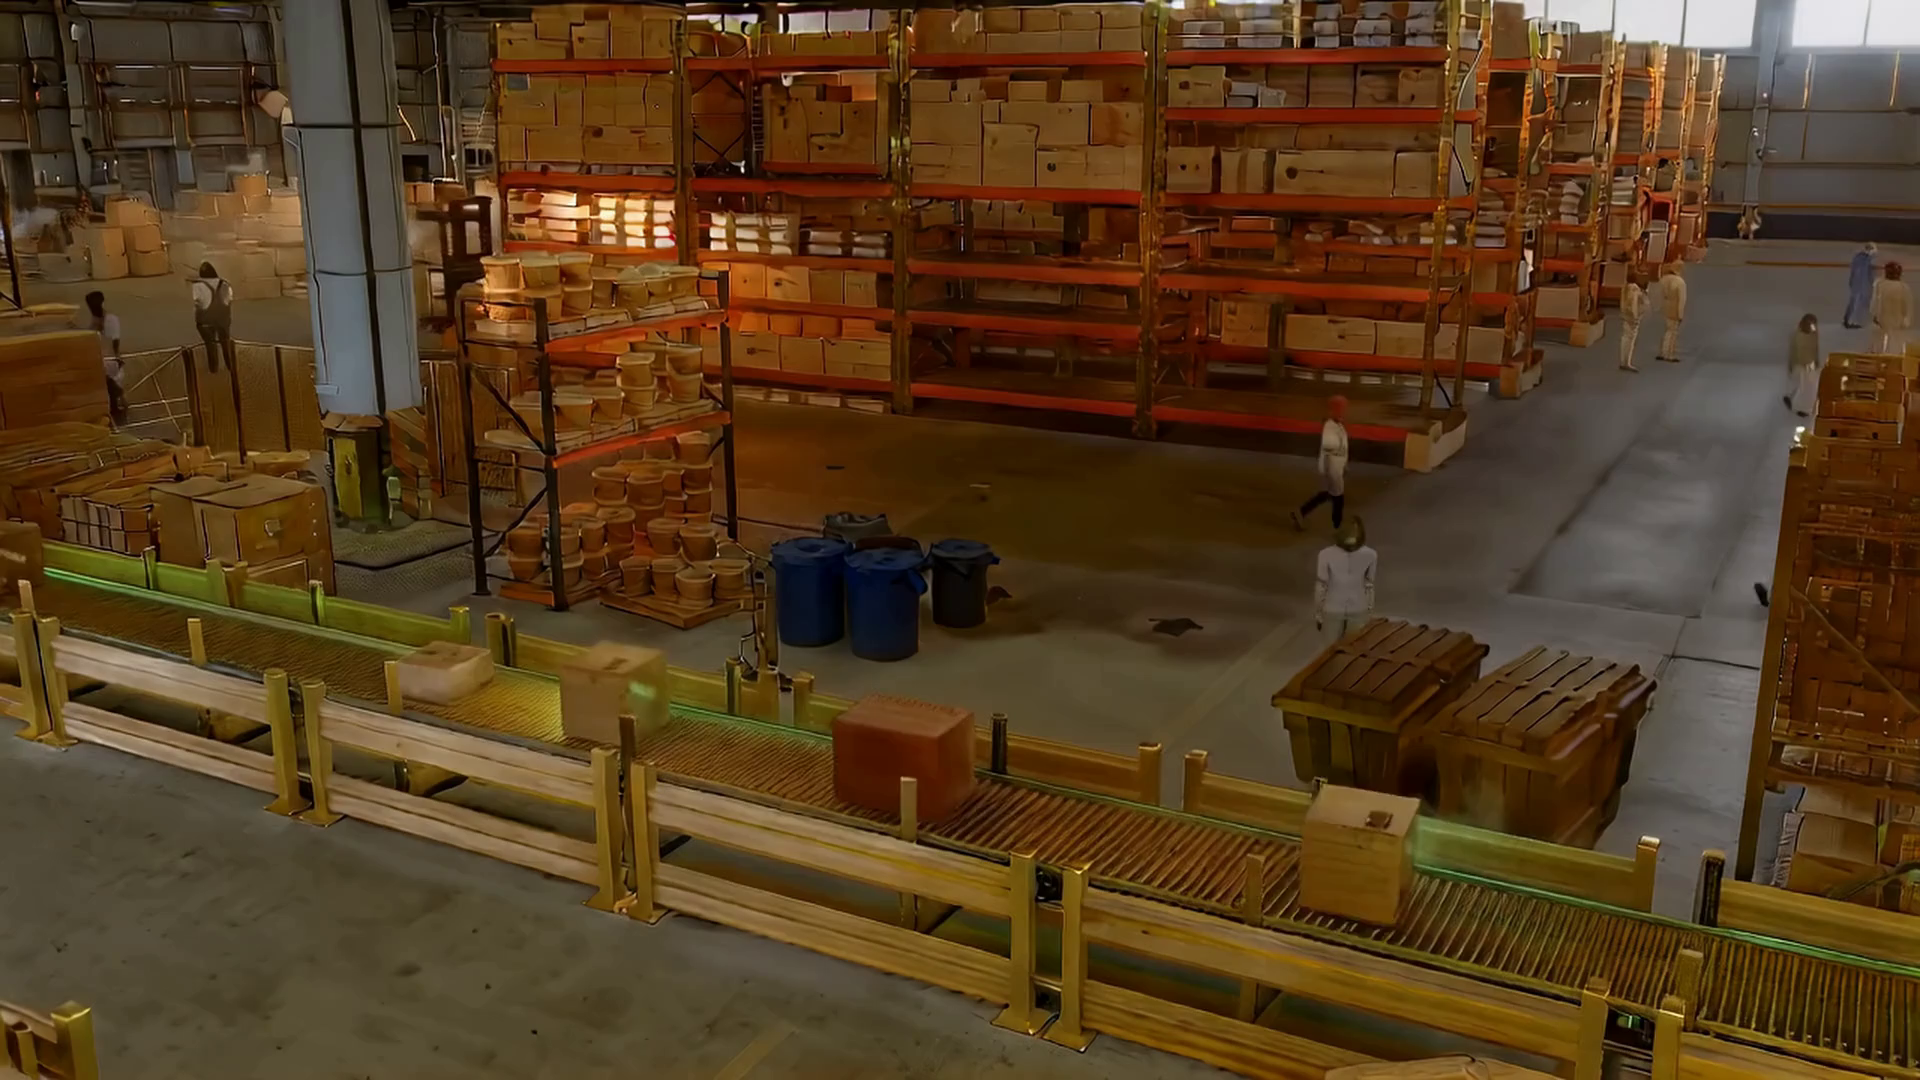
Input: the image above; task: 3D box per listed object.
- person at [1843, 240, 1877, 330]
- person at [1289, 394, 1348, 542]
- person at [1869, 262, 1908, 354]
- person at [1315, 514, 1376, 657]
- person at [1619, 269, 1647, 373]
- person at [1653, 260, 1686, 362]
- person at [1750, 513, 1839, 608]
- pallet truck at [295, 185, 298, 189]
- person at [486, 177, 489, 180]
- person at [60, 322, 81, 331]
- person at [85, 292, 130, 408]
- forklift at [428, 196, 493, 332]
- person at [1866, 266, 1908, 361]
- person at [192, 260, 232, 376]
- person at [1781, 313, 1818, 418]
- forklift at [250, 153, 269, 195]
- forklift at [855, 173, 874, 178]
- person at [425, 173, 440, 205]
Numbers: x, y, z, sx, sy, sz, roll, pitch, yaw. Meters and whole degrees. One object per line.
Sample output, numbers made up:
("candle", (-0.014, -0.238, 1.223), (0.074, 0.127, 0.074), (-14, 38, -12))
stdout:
("person", (19.187, -5.437, 35.452), (0.405, 1.890, 0.685), (3, 15, 12))
("person", (4.059, -0.809, 18.448), (0.711, 1.670, 0.535), (5, 16, 17))
("person", (17.635, -4.385, 31.630), (0.606, 1.820, 0.485), (7, 16, 24))
("person", (3.067, 0.589, 13.300), (0.541, 1.636, 0.307), (-3, 15, -13))
("person", (12.114, -3.947, 29.929), (0.429, 1.845, 0.621), (5, 16, 17))
("person", (13.295, -4.276, 31.061), (0.400, 1.901, 0.643), (-5, 16, -18))
("person", (8.074, -0.178, 15.842), (0.806, 1.807, 0.601), (6, 16, 21))
("pallet truck", (-26.804, -14.617, 69.738), (1.885, 1.965, 0.823), (-14, 20, -42))
("person", (-17.766, -12.830, 63.198), (0.696, 1.905, 0.562), (-8, 17, -29))
("person", (-11.745, -1.926, 22.150), (1.036, 1.935, 0.655), (-6, 16, -20))
("person", (-13.136, -2.837, 25.535), (0.642, 1.952, 0.418), (6, 16, 23))
("forklift", (-10.098, -5.733, 34.653), (1.873, 2.768, 1.129), (8, 17, 28))
("person", (16.830, -3.997, 30.061), (0.631, 1.893, 1.057), (-4, 15, -15))
("person", (-13.276, -3.933, 29.494), (0.536, 2.000, 0.682), (12, 19, 37))
("person", (13.002, -2.718, 25.718), (0.518, 1.618, 0.545), (-6, 16, -22))
("forklift", (-25.800, -12.825, 61.311), (1.873, 2.768, 1.129), (-8, 17, -29))
("forklift", (-3.452, -12.630, 60.579), (1.873, 2.768, 1.129), (8, 17, 28))
("person", (-21.004, -13.634, 66.196), (0.653, 1.915, 0.620), (-13, 20, -41))
